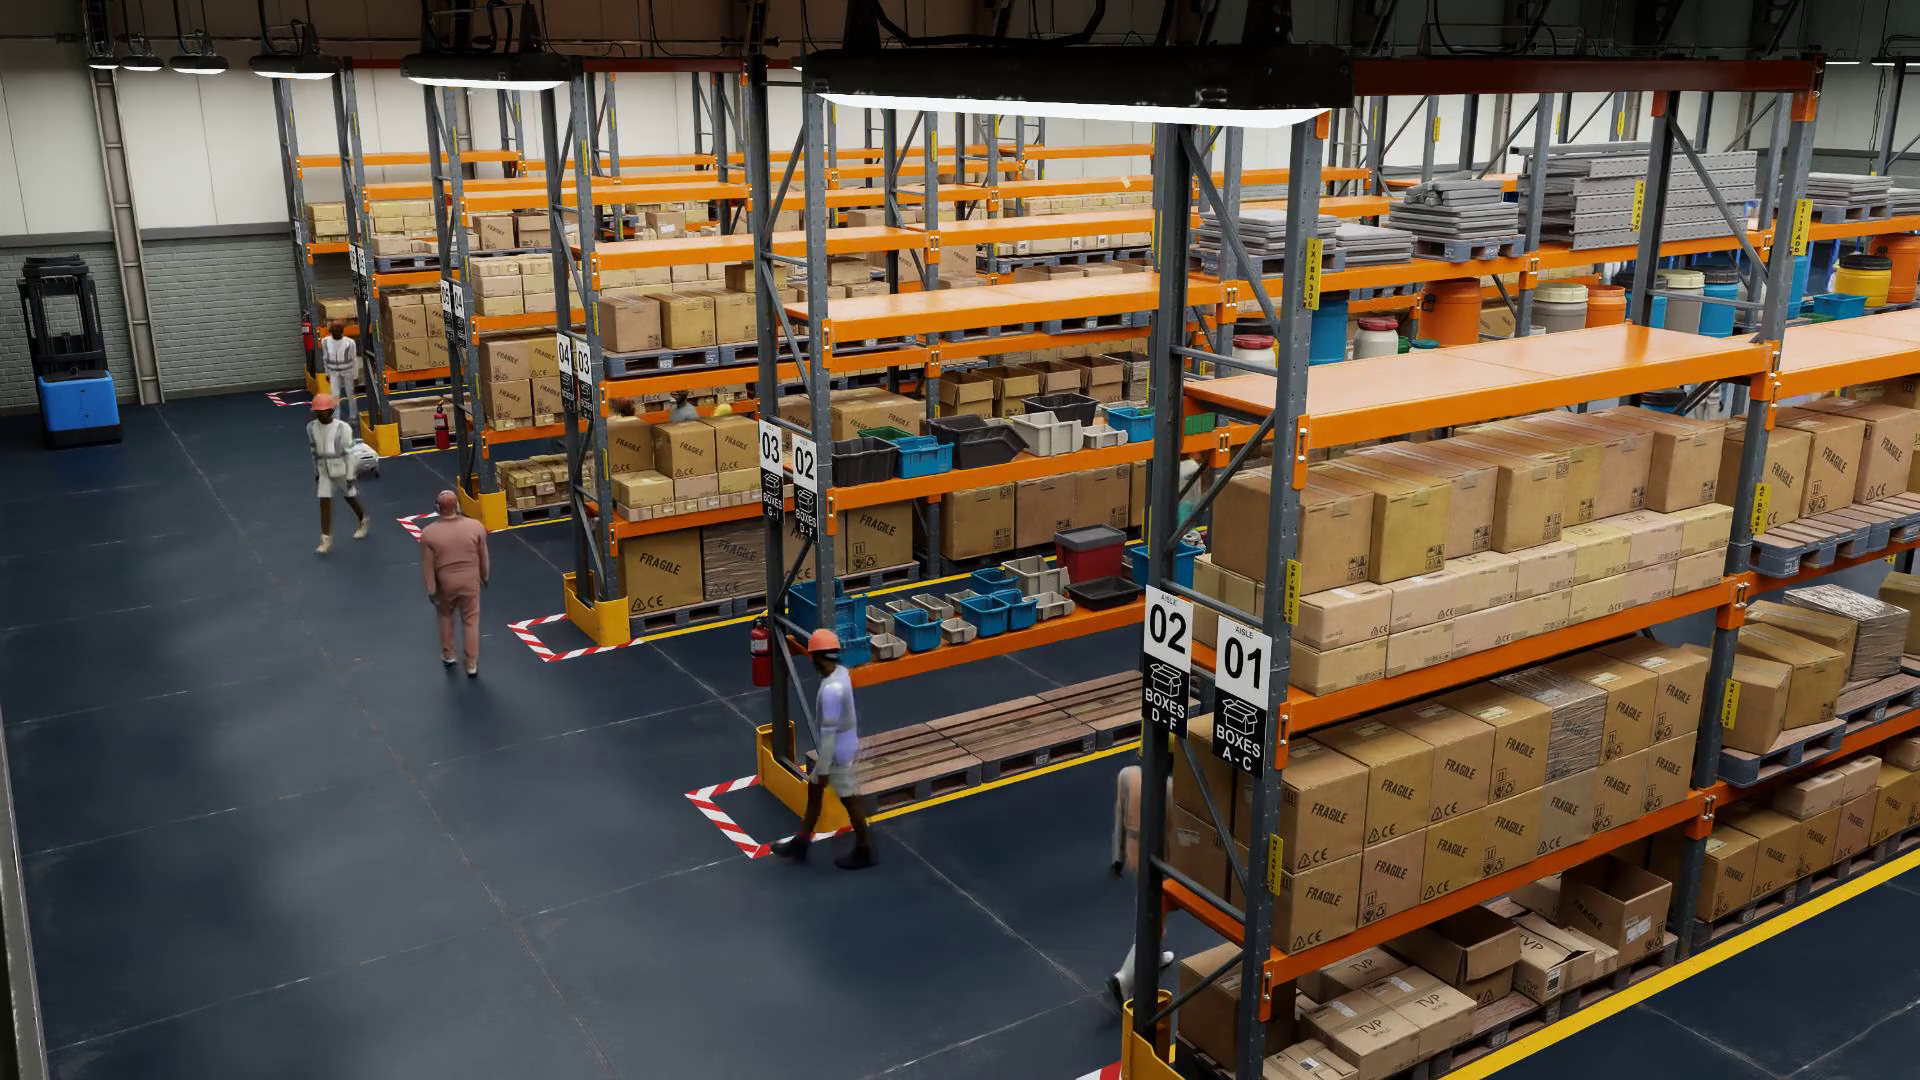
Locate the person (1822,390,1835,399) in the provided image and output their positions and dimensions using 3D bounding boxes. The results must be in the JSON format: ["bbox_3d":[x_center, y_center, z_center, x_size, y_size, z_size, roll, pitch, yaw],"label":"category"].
[{"bbox_3d":[12.049,-1.366,22.202,0.824,1.583,0.591,7,18,23],"label":"person"}]

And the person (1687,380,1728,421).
[{"bbox_3d":[11.616,-2.104,24.583,0.536,1.605,0.796,11,20,31],"label":"person"}]

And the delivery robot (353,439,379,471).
[{"bbox_3d":[-8.939,-1.268,23.536,0.477,0.478,0.707,-11,20,-33],"label":"delivery robot"}]

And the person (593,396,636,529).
[{"bbox_3d":[-4.385,-1.004,20.626,1.013,1.829,0.633,-2,17,-6],"label":"person"}]

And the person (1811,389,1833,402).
[{"bbox_3d":[14.943,-3.065,27.262,0.673,1.881,0.785,8,19,24],"label":"person"}]

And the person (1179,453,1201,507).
[{"bbox_3d":[2.642,-0.456,19.005,0.925,1.718,0.529,-11,20,-32],"label":"person"}]

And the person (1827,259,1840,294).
[{"bbox_3d":[19.385,-5.298,34.776,0.937,1.788,0.596,-3,17,-11],"label":"person"}]

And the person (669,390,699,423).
[{"bbox_3d":[-3.640,-1.119,20.798,0.372,1.940,0.632,-12,21,-35],"label":"person"}]

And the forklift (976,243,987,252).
[{"bbox_3d":[0.988,-5.474,34.718,1.214,2.155,2.313,-10,20,-31],"label":"forklift"}]

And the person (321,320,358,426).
[{"bbox_3d":[-10.325,-2.742,26.295,0.583,1.830,0.965,-2,17,-6],"label":"person"}]

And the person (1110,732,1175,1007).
[{"bbox_3d":[1.228,2.104,10.314,0.586,1.899,0.814,14,22,38],"label":"person"}]

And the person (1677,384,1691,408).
[{"bbox_3d":[11.520,-2.314,25.123,0.320,1.698,0.531,11,20,33],"label":"person"}]

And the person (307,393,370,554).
[{"bbox_3d":[-7.899,-0.895,19.978,0.638,2.000,1.041,3,17,9],"label":"person"}]

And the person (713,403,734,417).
[{"bbox_3d":[-3.072,-0.835,20.091,0.575,1.807,0.630,-12,21,-34],"label":"person"}]

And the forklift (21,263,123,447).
[{"bbox_3d":[-14.518,-3.079,25.708,1.129,2.768,1.873,-10,20,-31],"label":"forklift"}]

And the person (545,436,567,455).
[{"bbox_3d":[-6.034,-1.801,23.576,0.508,1.613,0.642,13,22,37],"label":"person"}]

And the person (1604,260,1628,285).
[{"bbox_3d":[16.724,-7.062,40.329,0.650,1.905,0.899,3,17,9],"label":"person"}]

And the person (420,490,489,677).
[{"bbox_3d":[-5.081,0.399,15.929,0.651,1.879,0.818,-7,18,-21],"label":"person"}]

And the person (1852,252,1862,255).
[{"bbox_3d":[19.992,-5.529,35.406,0.654,1.860,0.990,-7,18,-21],"label":"person"}]

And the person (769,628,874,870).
[{"bbox_3d":[-1.082,1.607,11.968,0.913,1.870,0.614,0,17,0],"label":"person"}]
